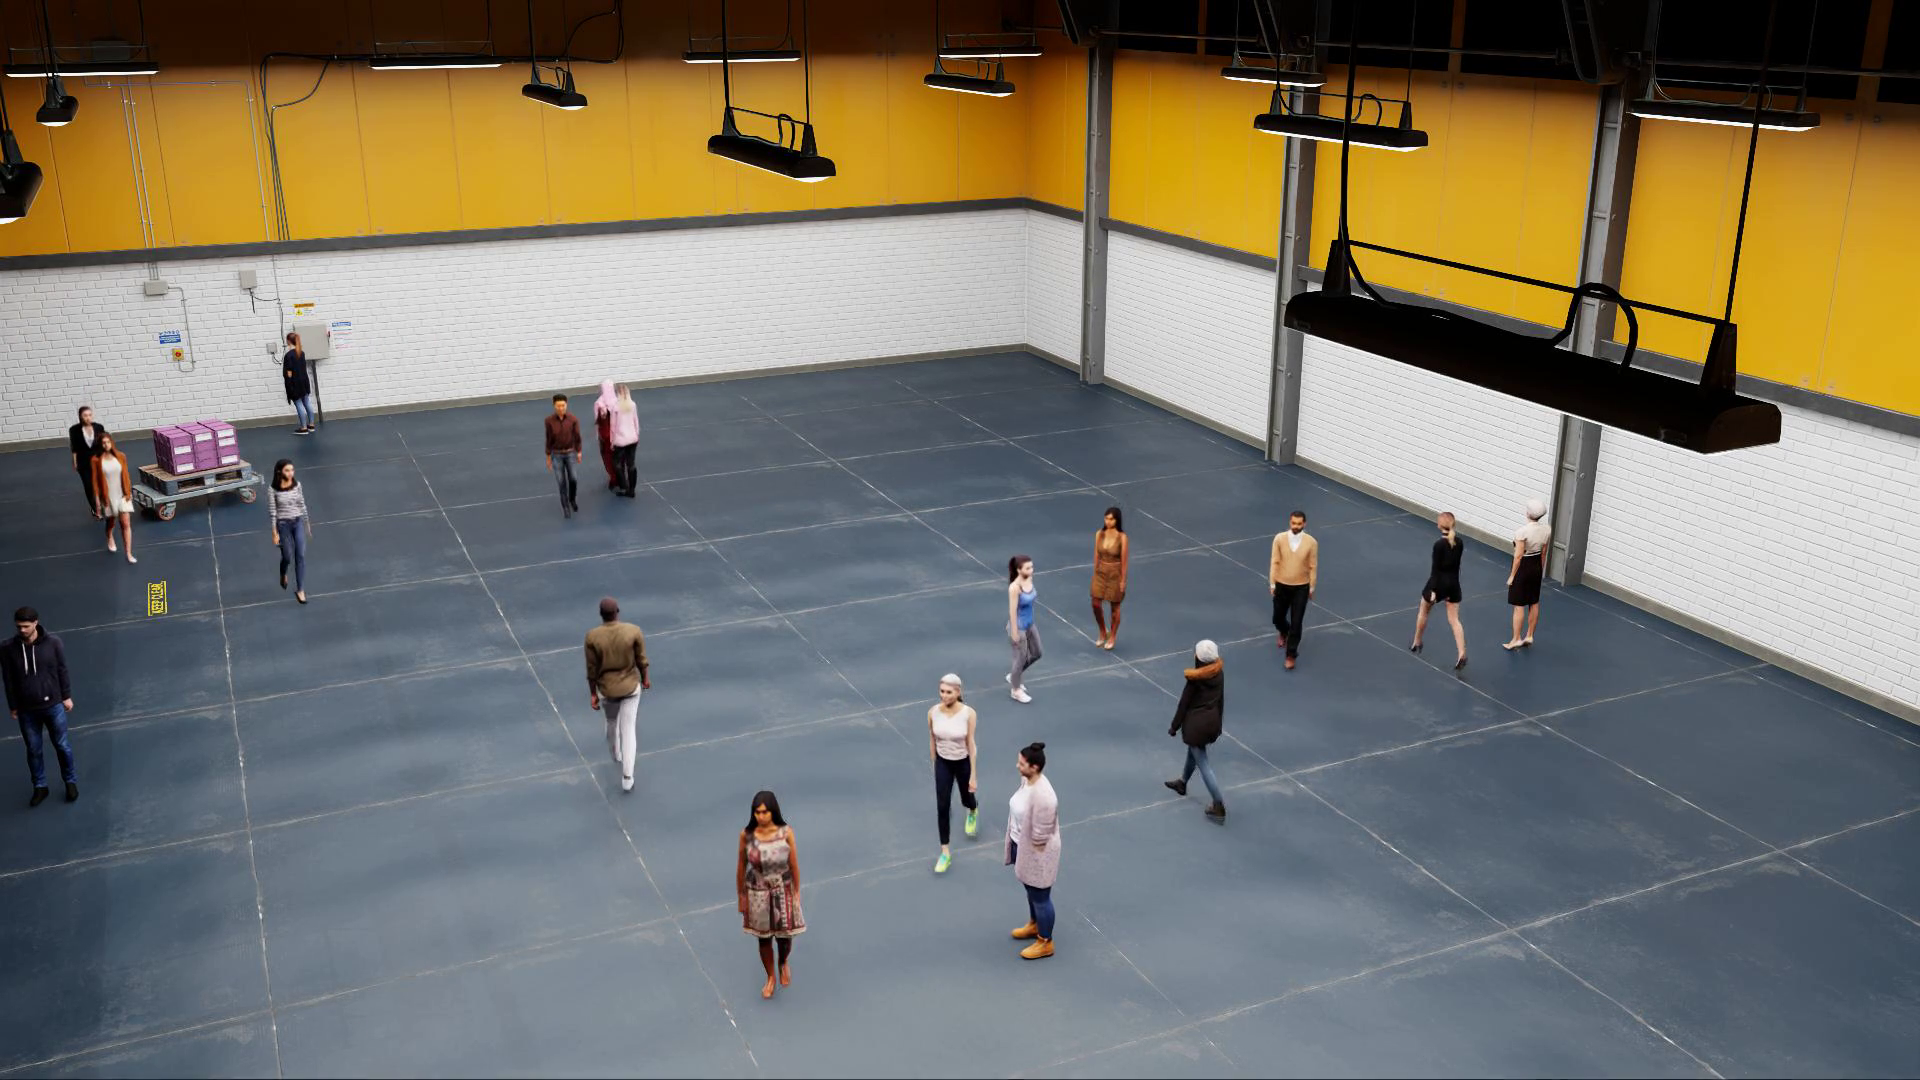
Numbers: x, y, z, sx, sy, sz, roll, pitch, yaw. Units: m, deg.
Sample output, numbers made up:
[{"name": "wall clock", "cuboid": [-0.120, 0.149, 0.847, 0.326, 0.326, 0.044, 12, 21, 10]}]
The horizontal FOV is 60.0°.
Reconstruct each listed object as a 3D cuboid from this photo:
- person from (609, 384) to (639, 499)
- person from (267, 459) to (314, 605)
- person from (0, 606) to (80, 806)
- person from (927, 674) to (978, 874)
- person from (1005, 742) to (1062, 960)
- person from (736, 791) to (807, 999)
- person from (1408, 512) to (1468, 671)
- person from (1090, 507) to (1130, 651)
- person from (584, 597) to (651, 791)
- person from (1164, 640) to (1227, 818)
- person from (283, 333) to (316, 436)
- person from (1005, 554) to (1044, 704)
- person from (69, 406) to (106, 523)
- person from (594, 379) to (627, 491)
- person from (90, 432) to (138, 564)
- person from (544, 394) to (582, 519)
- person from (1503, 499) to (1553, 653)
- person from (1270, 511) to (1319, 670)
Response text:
[{"name": "person", "cuboid": [-4.796, -1.405, 23.858, 0.705, 1.678, 0.675, -15, 24, -37]}, {"name": "person", "cuboid": [-8.030, -0.109, 19.847, 0.868, 1.782, 0.774, 15, 24, 38]}, {"name": "person", "cuboid": [-8.301, 1.462, 15.015, 0.678, 1.889, 0.572, -7, 20, -20]}, {"name": "person", "cuboid": [-0.011, 1.897, 14.052, 1.051, 1.679, 1.163, 5, 19, 14]}, {"name": "person", "cuboid": [0.588, 2.331, 12.660, 0.797, 1.744, 0.645, -4, 19, -11]}, {"name": "person", "cuboid": [-1.378, 2.549, 12.184, 0.769, 1.635, 0.783, 0, 19, 0]}, {"name": "person", "cuboid": [5.244, 0.591, 17.872, 0.619, 1.717, 1.141, -8, 20, -21]}, {"name": "person", "cuboid": [1.706, 0.410, 18.467, 0.699, 1.679, 0.774, 11, 21, 28]}, {"name": "person", "cuboid": [-3.121, 1.432, 15.273, 0.912, 1.781, 1.216, -4, 19, -11]}, {"name": "person", "cuboid": [2.182, 1.694, 14.782, 0.804, 1.598, 1.107, -16, 24, -39]}, {"name": "person", "cuboid": [-10.876, -2.581, 27.344, 0.775, 1.683, 0.713, 6, 20, 18]}, {"name": "person", "cuboid": [0.582, 0.893, 17.159, 0.767, 1.599, 0.716, 12, 22, 31]}, {"name": "person", "cuboid": [-11.985, -1.053, 22.915, 0.820, 1.614, 1.146, -15, 24, -37]}, {"name": "person", "cuboid": [-5.094, -1.510, 24.309, 0.944, 1.590, 1.143, 0, 19, 1]}, {"name": "person", "cuboid": [-10.888, -0.569, 21.352, 0.794, 1.693, 1.125, -14, 23, -36]}, {"name": "person", "cuboid": [-5.512, -1.191, 23.086, 0.710, 1.765, 0.715, -5, 19, -14]}, {"name": "person", "cuboid": [6.288, 0.388, 18.412, 0.620, 1.756, 0.523, -8, 20, -22]}, {"name": "person", "cuboid": [3.631, 0.492, 18.125, 0.989, 1.741, 1.051, 6, 20, 19]}]
